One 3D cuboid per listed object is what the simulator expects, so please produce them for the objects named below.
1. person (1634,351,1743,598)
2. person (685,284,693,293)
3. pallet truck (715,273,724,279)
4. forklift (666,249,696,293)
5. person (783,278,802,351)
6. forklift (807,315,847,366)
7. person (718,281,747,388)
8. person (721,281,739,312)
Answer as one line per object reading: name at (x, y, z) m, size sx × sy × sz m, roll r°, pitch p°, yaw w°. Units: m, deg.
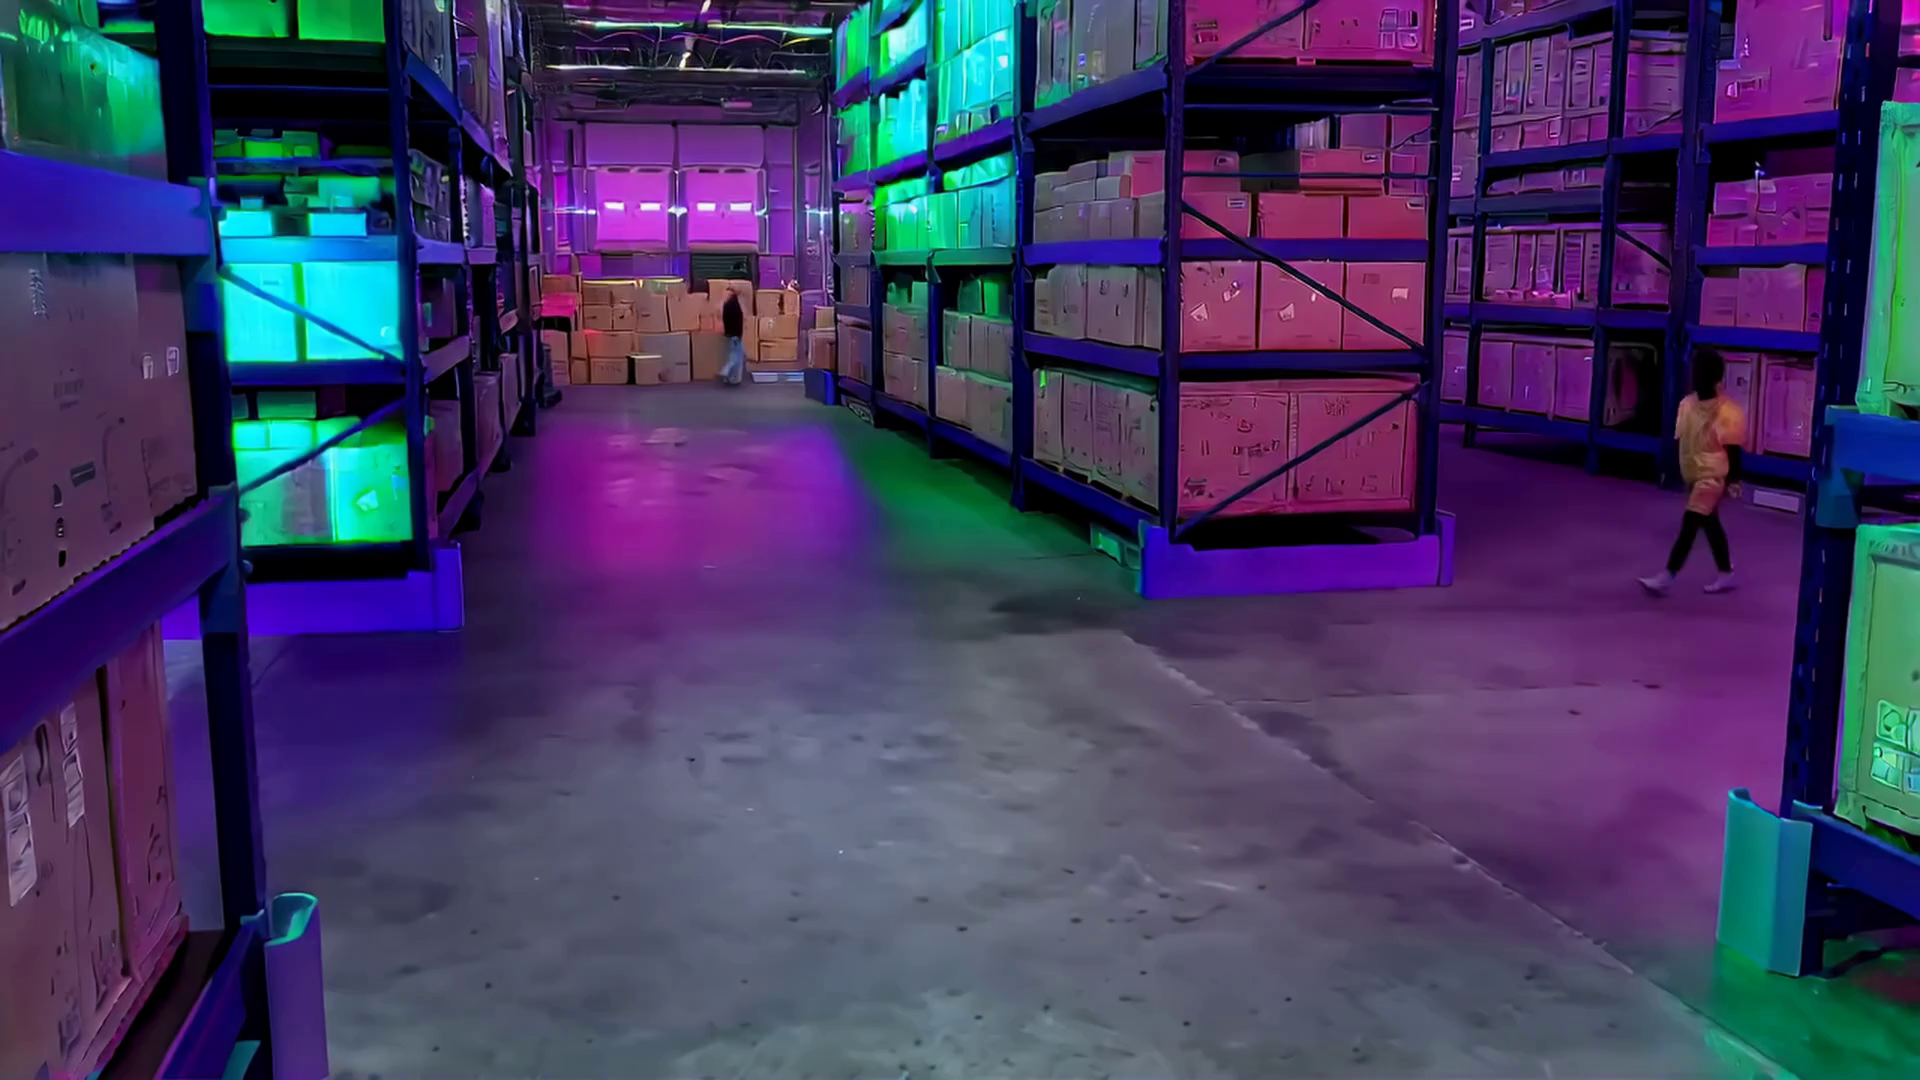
person at (4.901, -0.428, 11.131) m, size 0.874 × 1.649 × 0.550 m, roll -2°, pitch 10°, yaw -13°
person at (-6.105, -4.813, 37.319) m, size 0.429 × 1.845 × 0.621 m, roll -6°, pitch 11°, yaw -33°
pallet truck at (-8.580, -8.986, 62.280) m, size 1.885 × 1.965 × 0.823 m, roll 1°, pitch 9°, yaw 5°
forklift at (-9.168, -8.197, 54.788) m, size 1.873 × 2.768 × 1.129 m, roll 9°, pitch 13°, yaw 43°
person at (-4.396, -5.916, 43.749) m, size 0.372 × 1.940 × 0.631 m, roll 5°, pitch 10°, yaw 26°
forklift at (-1.827, -4.188, 30.352) m, size 1.873 × 2.768 × 1.129 m, roll -2°, pitch 10°, yaw -12°
person at (-4.182, -3.775, 30.603) m, size 0.508 × 1.972 × 0.614 m, roll -4°, pitch 10°, yaw -24°
person at (-4.852, -4.487, 35.087) m, size 0.441 × 1.922 × 0.553 m, roll 4°, pitch 10°, yaw 22°
